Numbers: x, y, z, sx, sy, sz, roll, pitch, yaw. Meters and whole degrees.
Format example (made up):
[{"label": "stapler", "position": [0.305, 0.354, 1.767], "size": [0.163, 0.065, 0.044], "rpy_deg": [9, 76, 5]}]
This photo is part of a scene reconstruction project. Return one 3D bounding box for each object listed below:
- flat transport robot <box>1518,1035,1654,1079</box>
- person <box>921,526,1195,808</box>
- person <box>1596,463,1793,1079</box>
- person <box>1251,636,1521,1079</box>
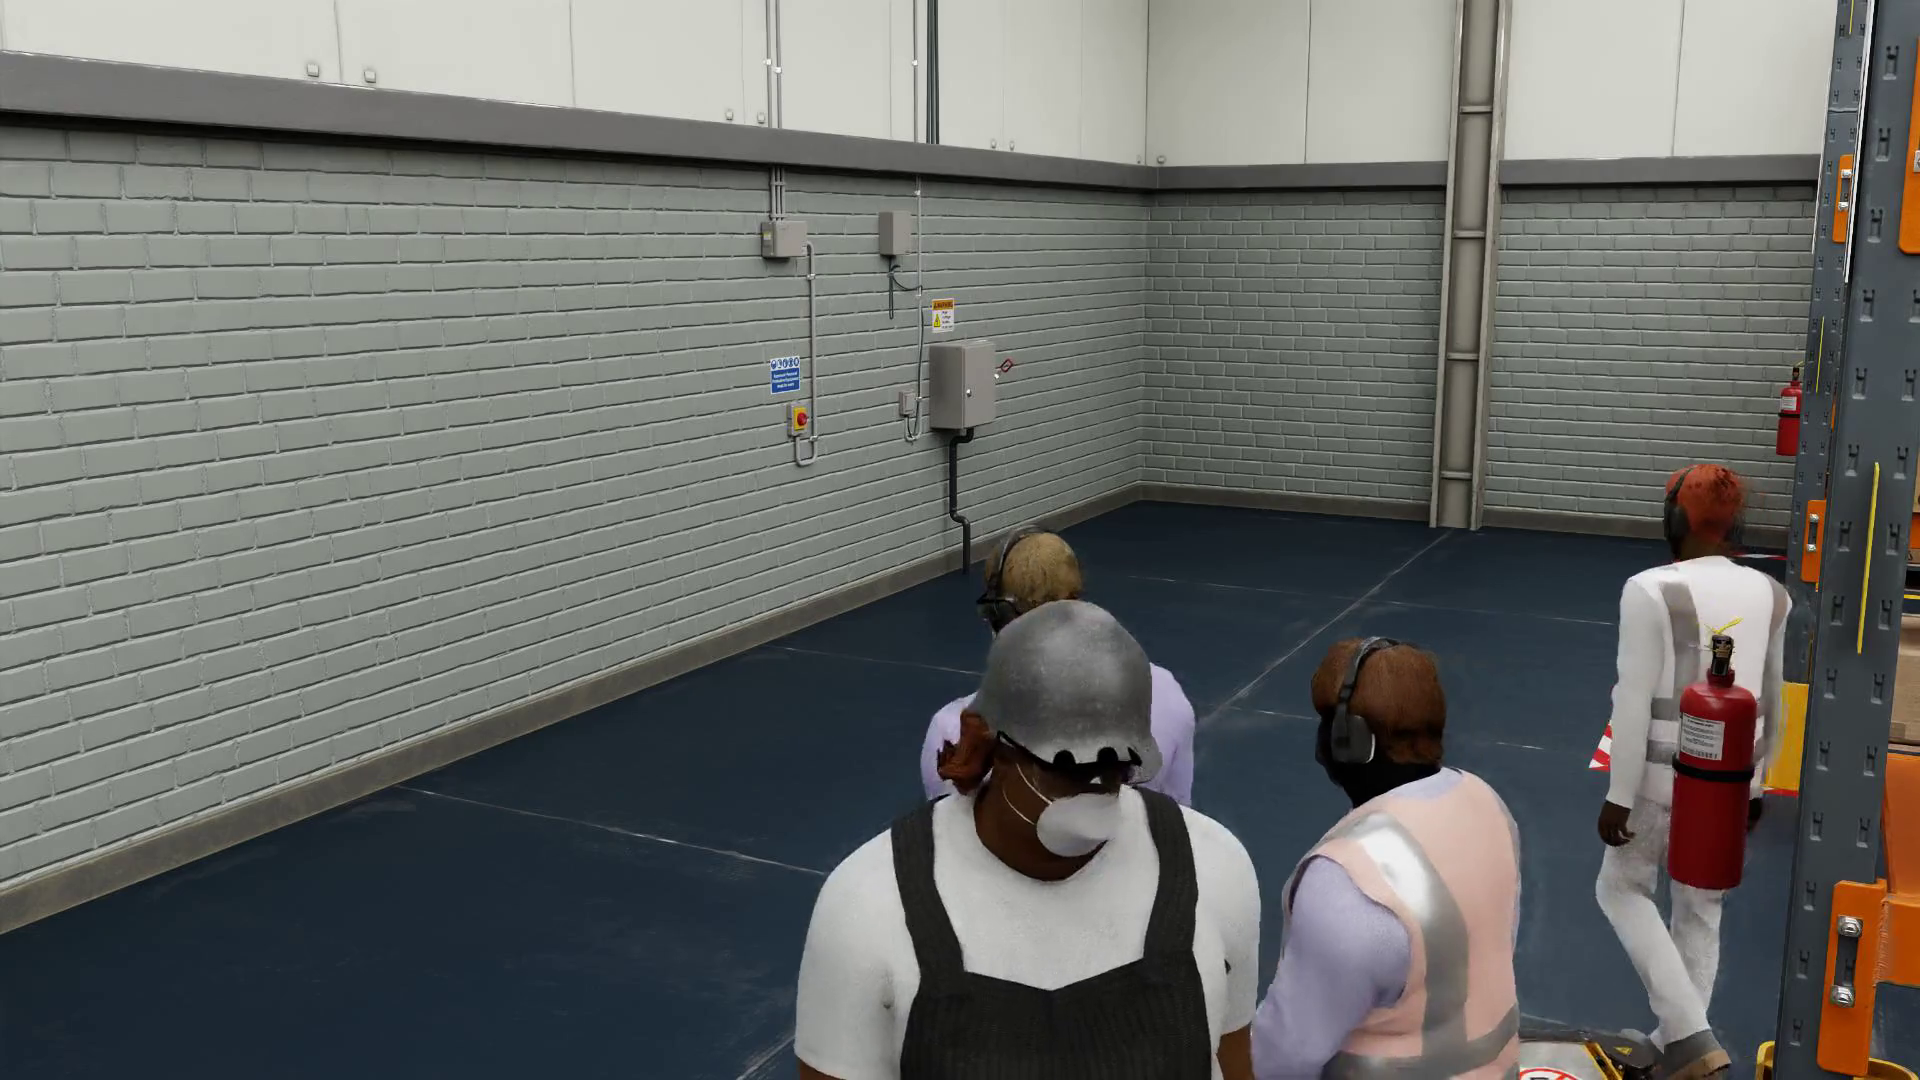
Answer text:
[{"label": "flat transport robot", "position": [1.232, 1.567, 4.530], "size": [1.431, 0.197, 0.652], "rpy_deg": [1, 10, 3]}, {"label": "person", "position": [0.196, 0.918, 3.557], "size": [0.640, 1.922, 0.417], "rpy_deg": [-6, 12, -30]}, {"label": "person", "position": [2.140, 0.717, 4.813], "size": [0.623, 1.863, 0.540], "rpy_deg": [-3, 11, -17]}, {"label": "person", "position": [0.684, 1.065, 3.066], "size": [0.776, 1.805, 0.617], "rpy_deg": [7, 12, 32]}]
